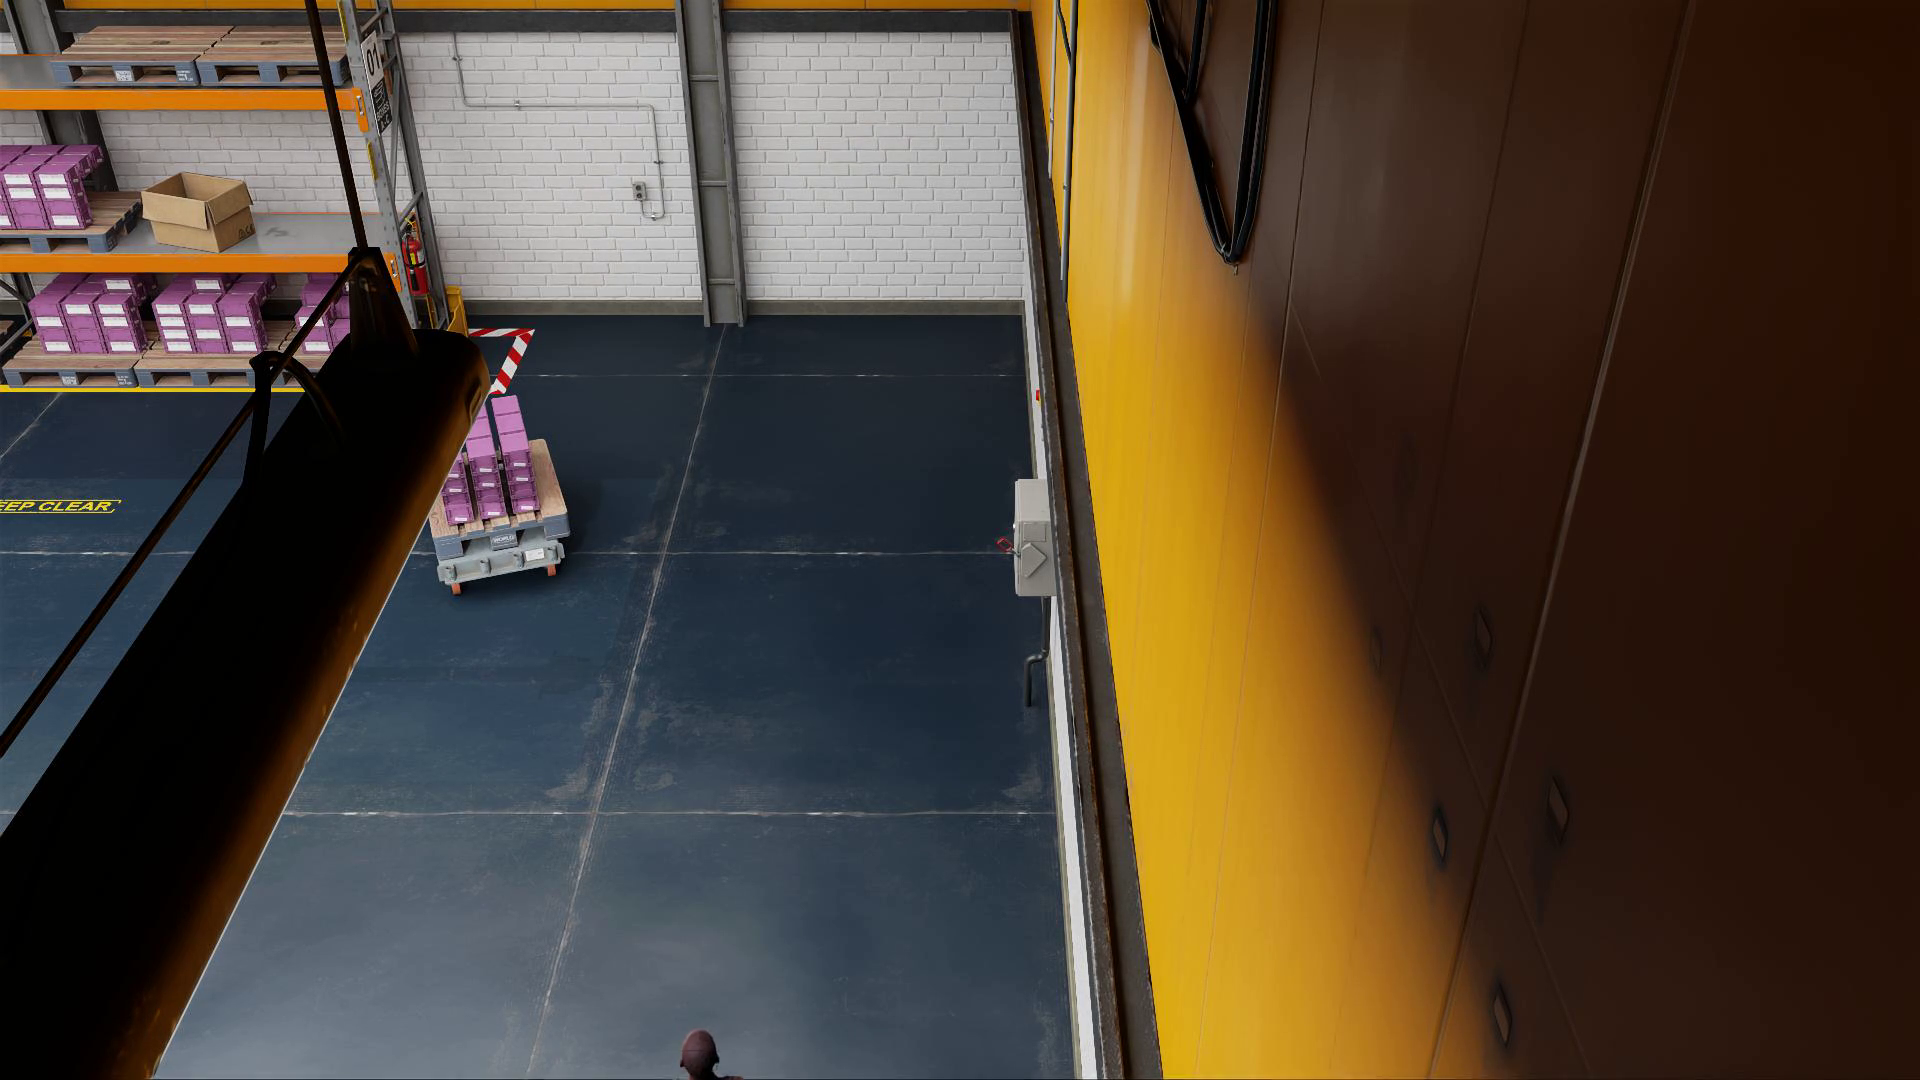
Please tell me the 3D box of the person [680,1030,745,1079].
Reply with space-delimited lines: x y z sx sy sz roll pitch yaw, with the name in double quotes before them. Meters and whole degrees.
"person" -1.113 2.910 7.454 1.198 1.718 0.863 -8 34 -12
